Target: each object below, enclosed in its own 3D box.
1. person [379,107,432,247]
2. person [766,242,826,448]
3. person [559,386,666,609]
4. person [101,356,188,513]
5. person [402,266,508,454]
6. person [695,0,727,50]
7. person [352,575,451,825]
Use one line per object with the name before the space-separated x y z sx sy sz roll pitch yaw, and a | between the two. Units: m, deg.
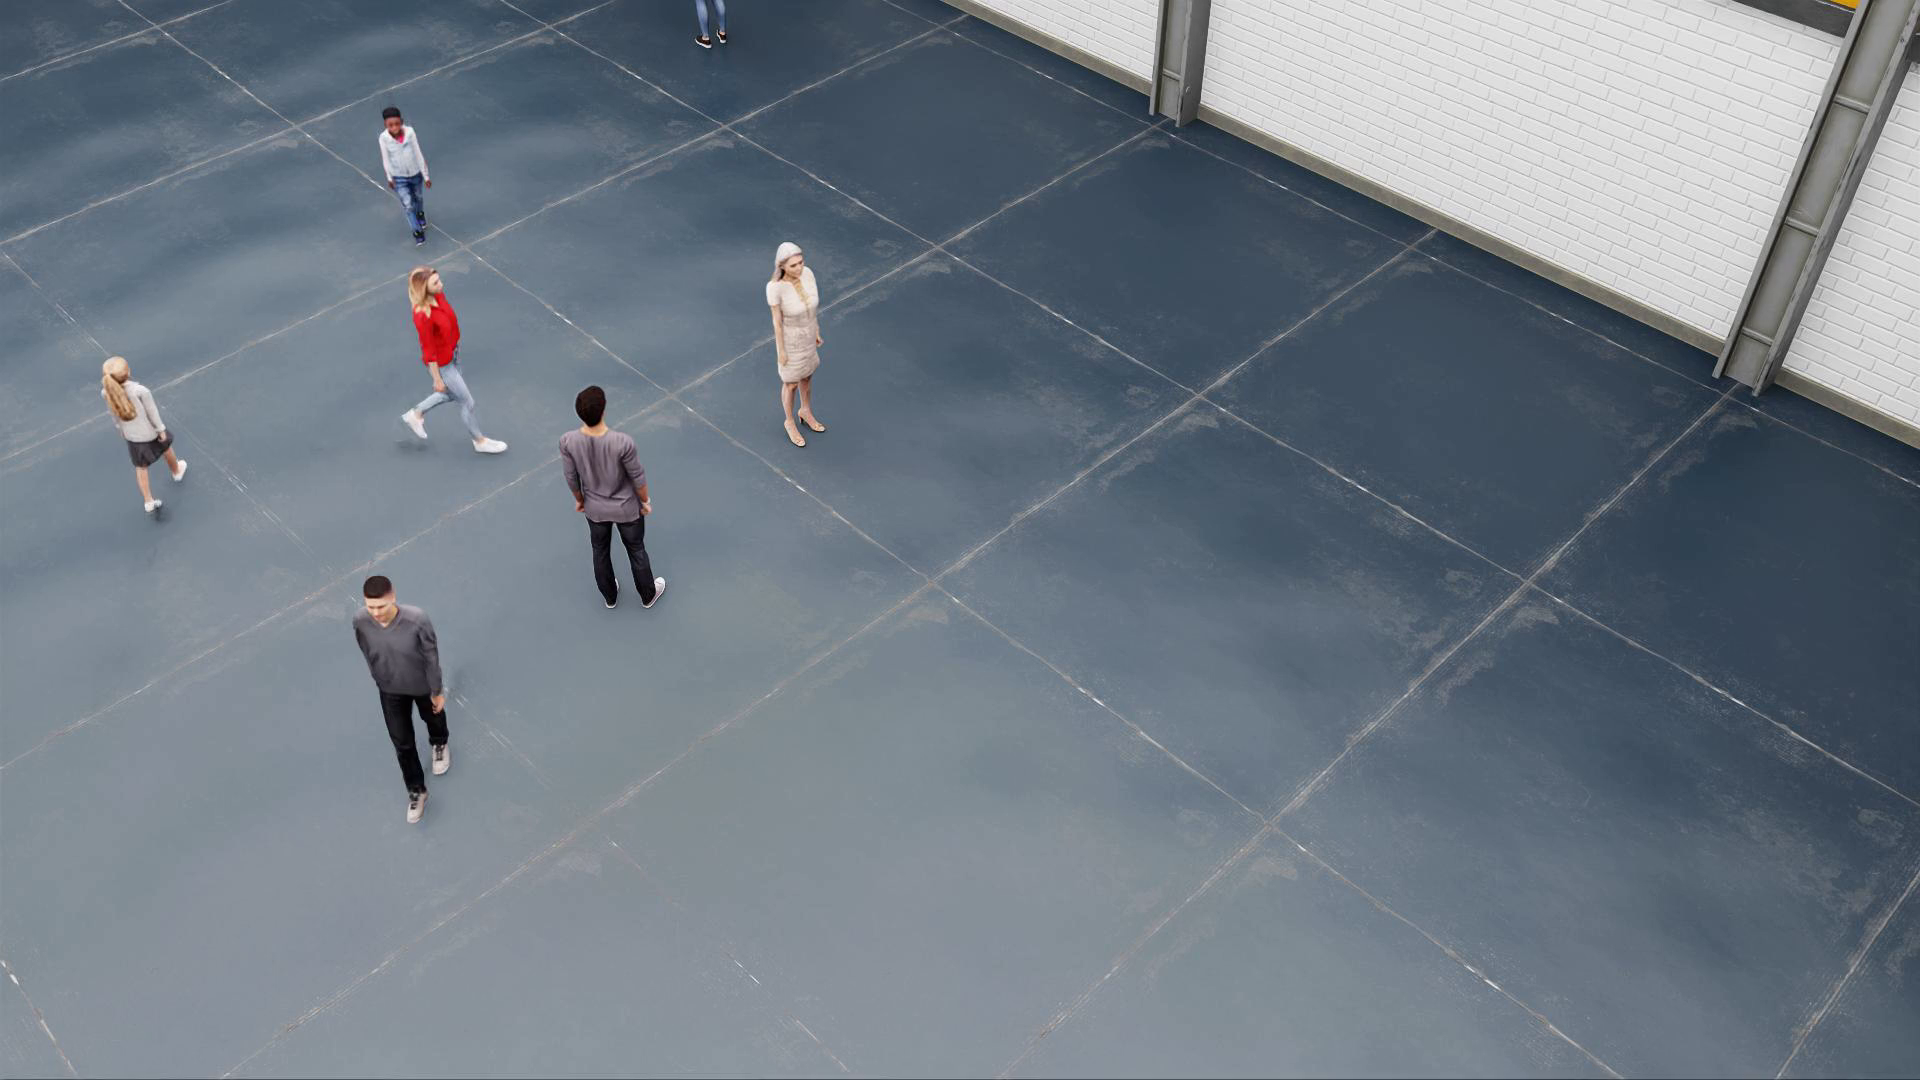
person | -4.890 -3.271 14.689 0.689 1.228 0.914 -17 46 -17
person | -1.227 -1.475 12.435 0.561 1.736 0.609 30 51 28
person | -2.326 -0.262 11.077 0.724 1.854 0.797 2 44 2
person | -5.948 -0.765 12.038 0.828 1.256 0.919 -4 44 -4
person | -3.881 -1.308 12.297 1.086 1.685 1.004 2 44 2
person | -2.642 -5.902 17.121 0.687 1.683 0.652 -22 48 -21
person | -3.310 0.797 10.051 0.929 1.736 1.036 -6 44 -6
